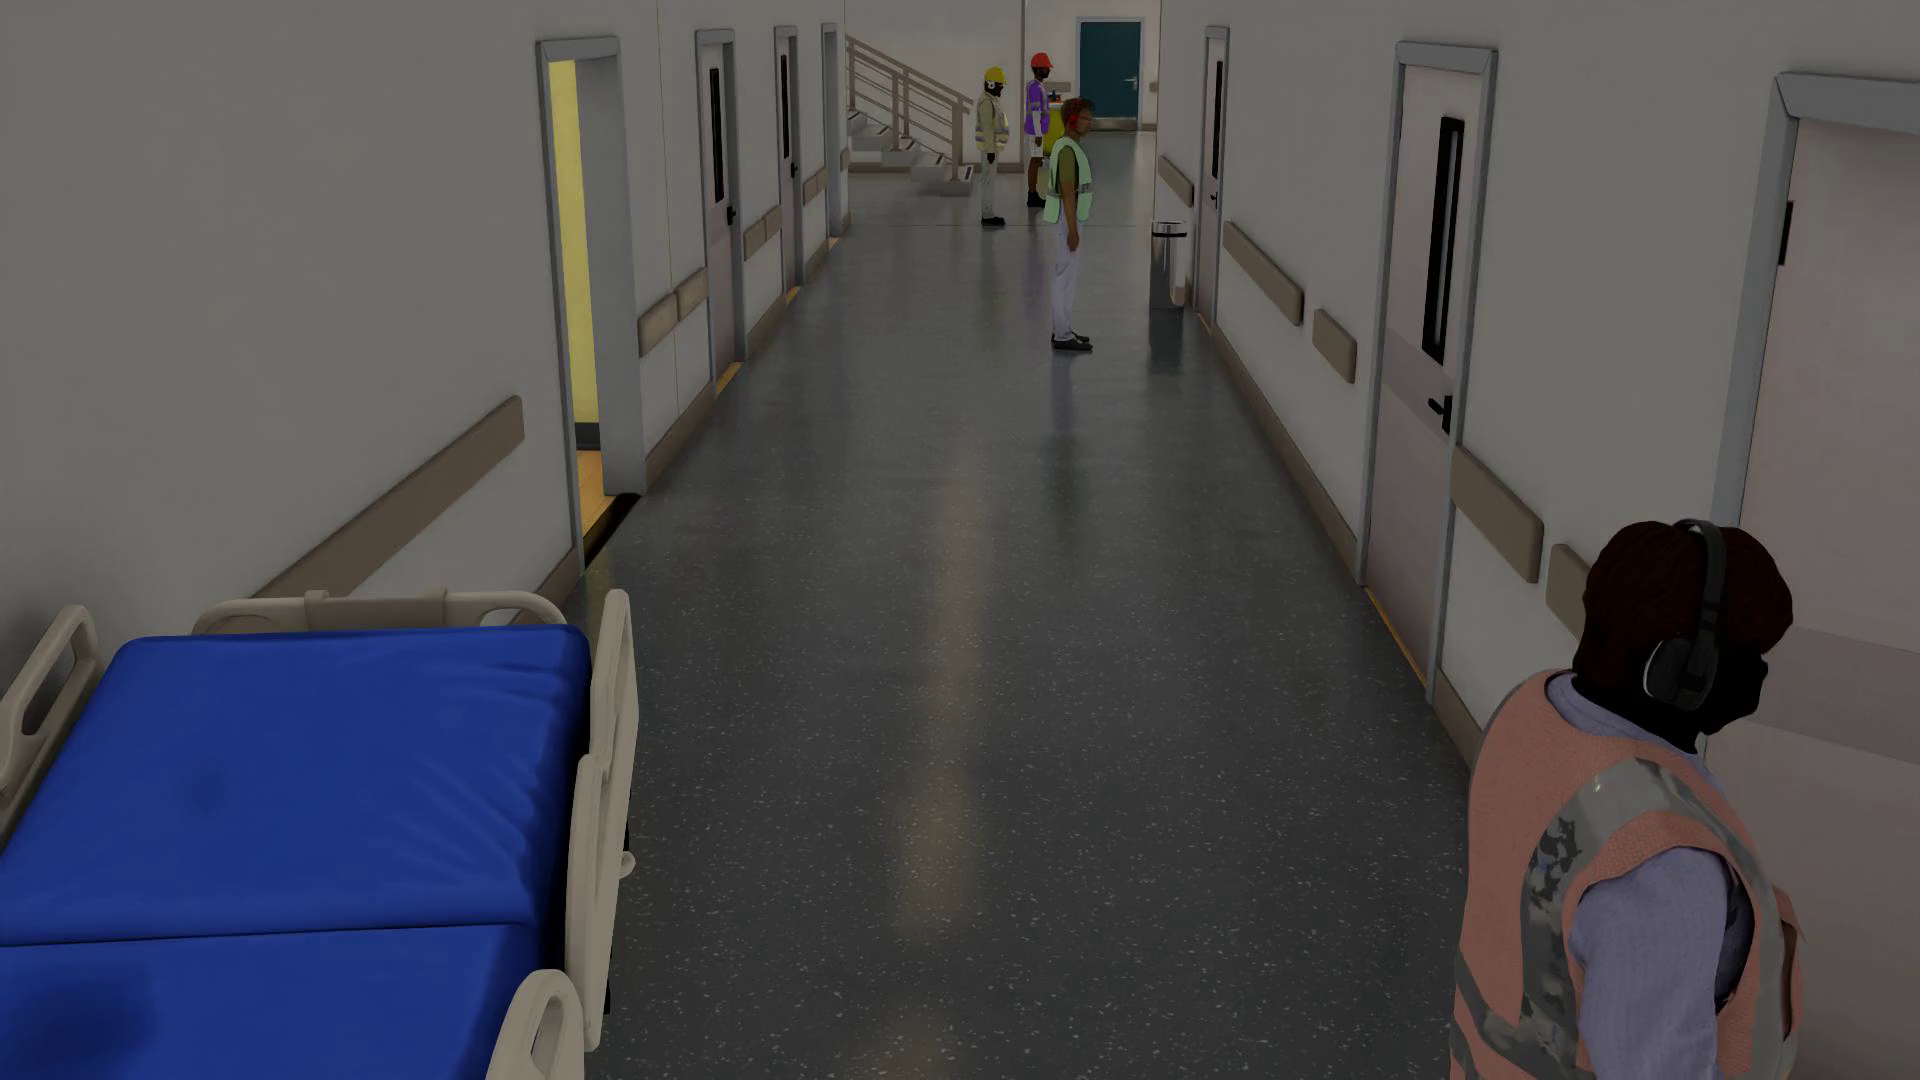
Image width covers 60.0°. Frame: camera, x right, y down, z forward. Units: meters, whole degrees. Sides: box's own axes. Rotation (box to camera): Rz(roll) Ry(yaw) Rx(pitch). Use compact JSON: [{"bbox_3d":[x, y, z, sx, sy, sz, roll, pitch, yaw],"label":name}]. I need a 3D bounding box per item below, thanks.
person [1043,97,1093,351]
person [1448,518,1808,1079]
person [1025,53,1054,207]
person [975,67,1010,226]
[{"bbox_3d":[0.810,-2.351,12.402,0.390,1.846,0.564,1,18,2],"label":"person"},{"bbox_3d":[0.905,0.855,2.341,0.429,1.840,0.624,1,18,2],"label":"person"},{"bbox_3d":[1.021,-5.278,21.450,0.357,1.938,0.542,1,18,2],"label":"person"},{"bbox_3d":[0.380,-4.630,19.596,0.403,1.825,0.586,1,18,2],"label":"person"}]
